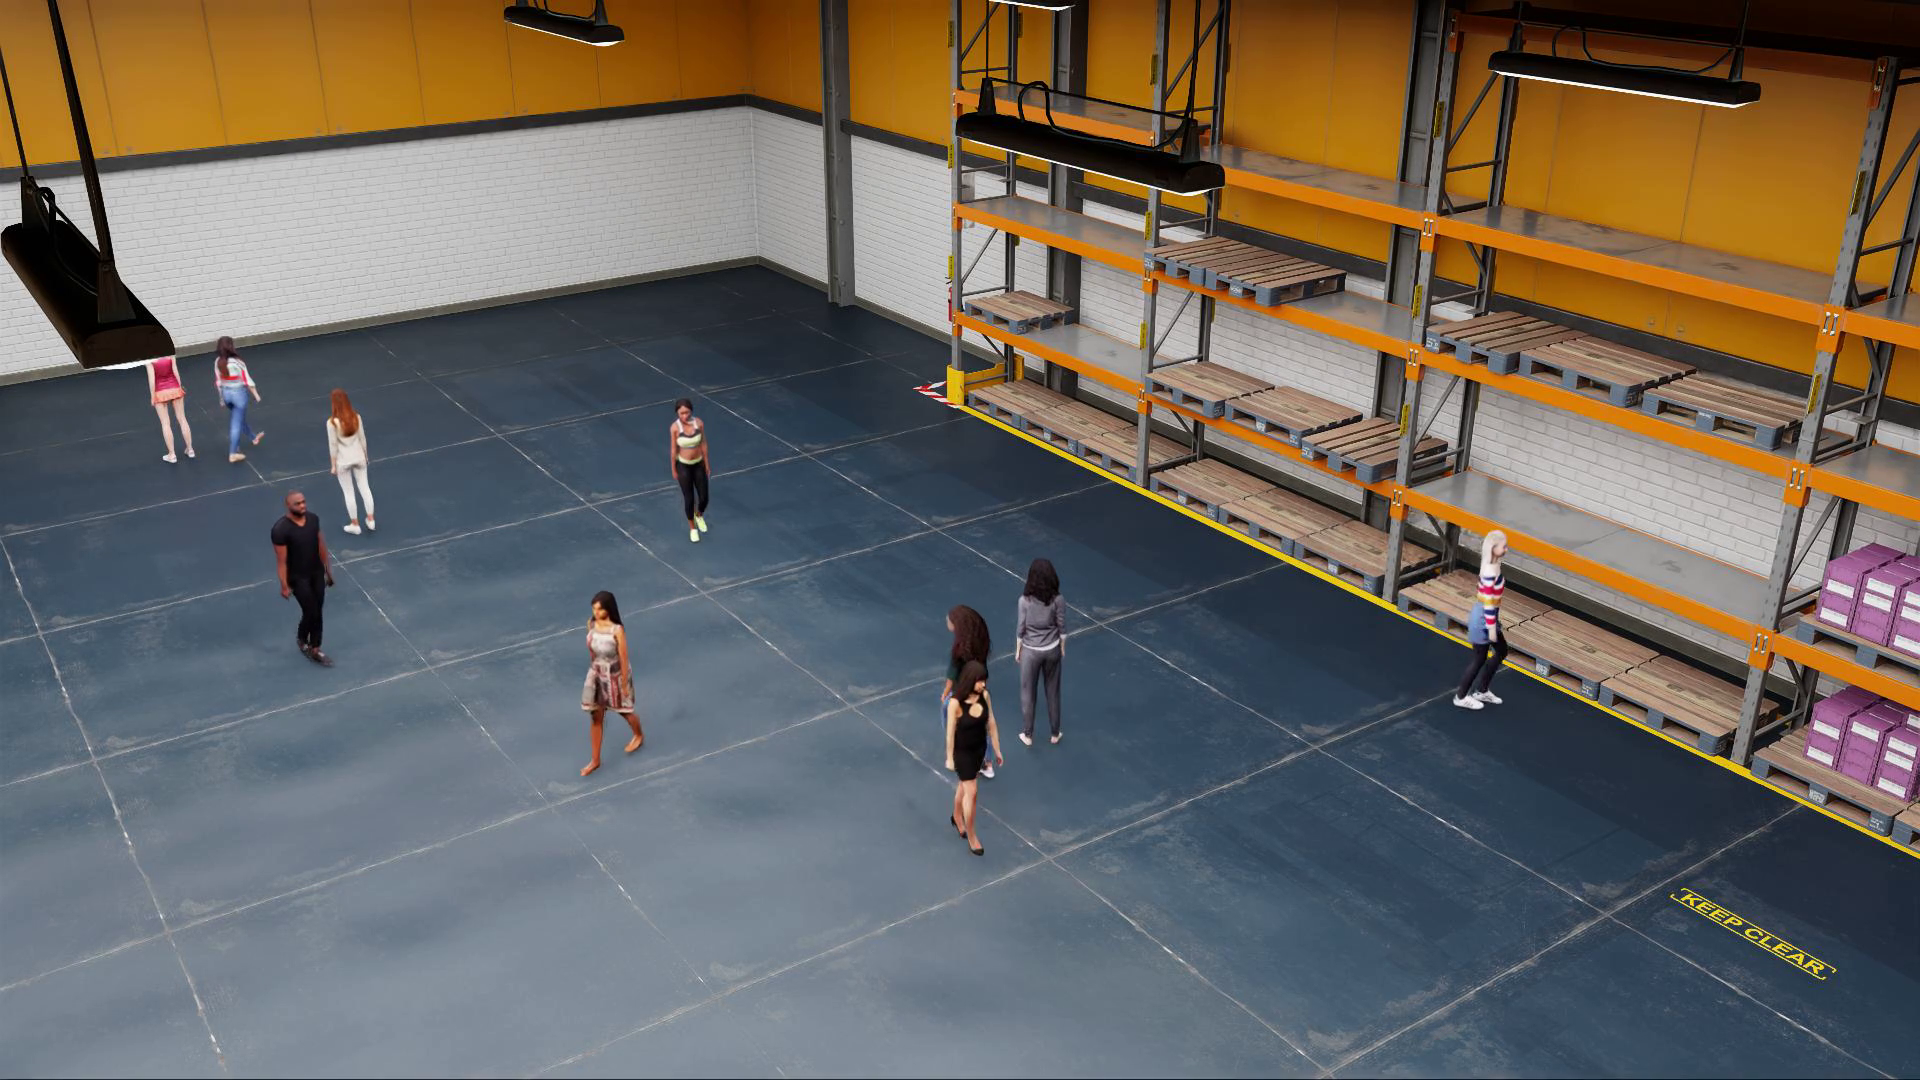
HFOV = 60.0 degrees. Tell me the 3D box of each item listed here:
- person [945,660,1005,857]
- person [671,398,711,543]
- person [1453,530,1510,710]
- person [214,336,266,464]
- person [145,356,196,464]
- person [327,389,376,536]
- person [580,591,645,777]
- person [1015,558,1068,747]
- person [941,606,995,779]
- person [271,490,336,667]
[{"bbox_3d":[0.016,1.656,13.209,0.574,1.627,0.745,-18,29,-35],"label":"person"},{"bbox_3d":[-3.038,-0.821,18.746,0.699,1.732,0.804,-8,25,-19],"label":"person"},{"bbox_3d":[4.692,0.725,15.136,0.836,1.791,0.801,9,25,20],"label":"person"},{"bbox_3d":[-9.246,-1.753,21.078,1.063,1.570,1.070,7,25,15],"label":"person"},{"bbox_3d":[-10.067,-1.859,21.098,0.601,1.749,0.615,20,31,38],"label":"person"},{"bbox_3d":[-6.946,-0.899,18.951,0.639,1.710,0.585,-21,31,-40],"label":"person"},{"bbox_3d":[-2.954,1.167,14.342,1.008,1.616,0.950,12,27,26],"label":"person"},{"bbox_3d":[0.705,0.983,14.578,0.674,1.764,0.678,-2,24,-4],"label":"person"},{"bbox_3d":[0.075,1.329,13.997,0.675,1.595,0.728,-20,30,-38],"label":"person"},{"bbox_3d":[-6.340,0.352,15.962,0.845,1.812,0.809,13,27,27],"label":"person"}]
